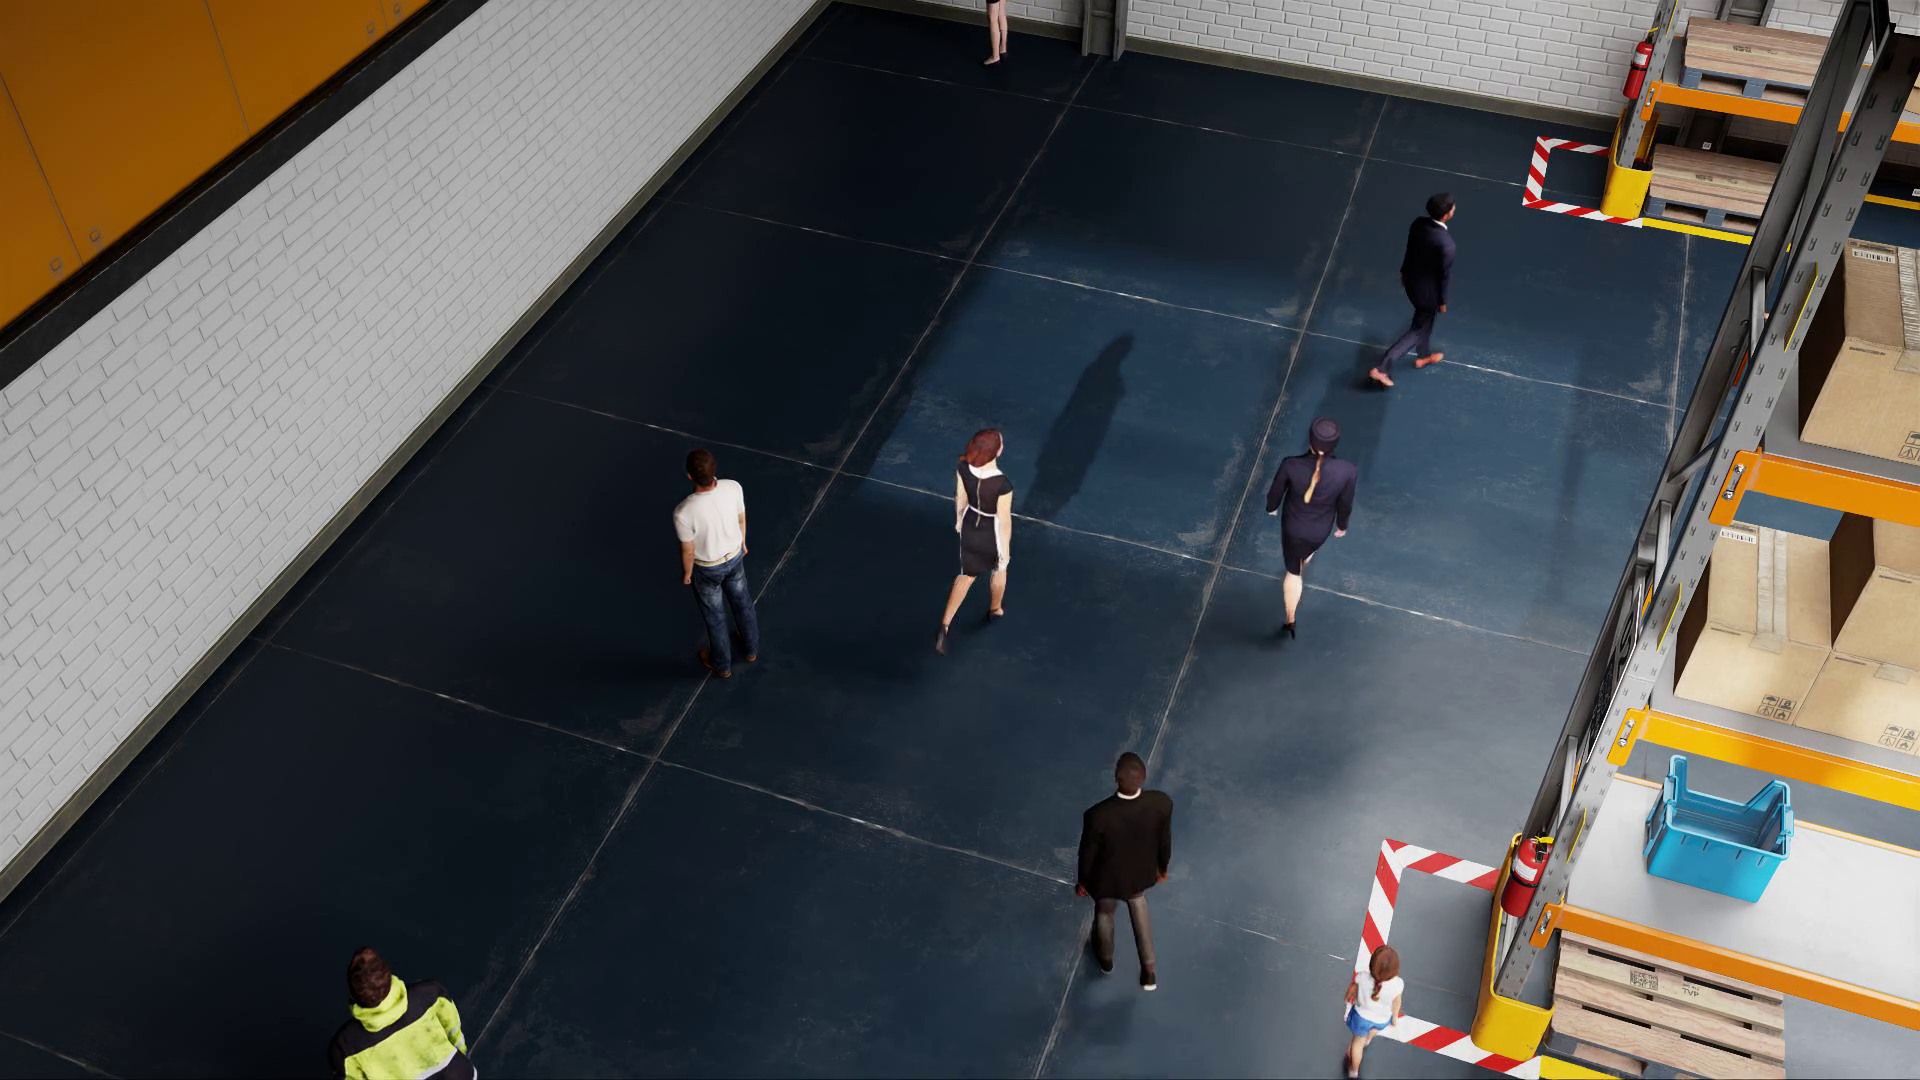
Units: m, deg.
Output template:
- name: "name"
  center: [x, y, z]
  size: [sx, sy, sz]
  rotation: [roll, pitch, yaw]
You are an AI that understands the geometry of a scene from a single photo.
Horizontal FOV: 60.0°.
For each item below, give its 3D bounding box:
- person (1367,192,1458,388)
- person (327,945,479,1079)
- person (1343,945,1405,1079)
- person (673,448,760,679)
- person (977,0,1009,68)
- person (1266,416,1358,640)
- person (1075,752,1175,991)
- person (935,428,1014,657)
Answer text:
- name: "person"
  center: [3.570, -1.934, 13.010]
  size: [1.143, 1.700, 1.070]
  rotation: [-16, 46, -16]
- name: "person"
  center: [-2.635, 2.609, 8.037]
  size: [0.866, 1.982, 0.841]
  rotation: [-32, 52, -29]
- name: "person"
  center: [2.182, 2.534, 8.822]
  size: [0.554, 1.007, 0.537]
  rotation: [7, 44, 8]
- name: "person"
  center: [-1.559, 0.149, 10.710]
  size: [0.752, 1.856, 0.754]
  rotation: [-30, 51, -28]
- name: "person"
  center: [0.396, -5.662, 16.837]
  size: [0.570, 1.819, 0.656]
  rotation: [24, 49, 23]
- name: "person"
  center: [2.300, -0.049, 11.078]
  size: [1.069, 1.635, 0.949]
  rotation: [4, 44, 4]
- name: "person"
  center: [0.906, 1.858, 8.965]
  size: [0.932, 1.789, 0.974]
  rotation: [-11, 45, -12]
- name: "person"
  center: [0.105, 0.043, 10.878]
  size: [1.030, 1.778, 0.827]
  rotation: [26, 49, 24]
